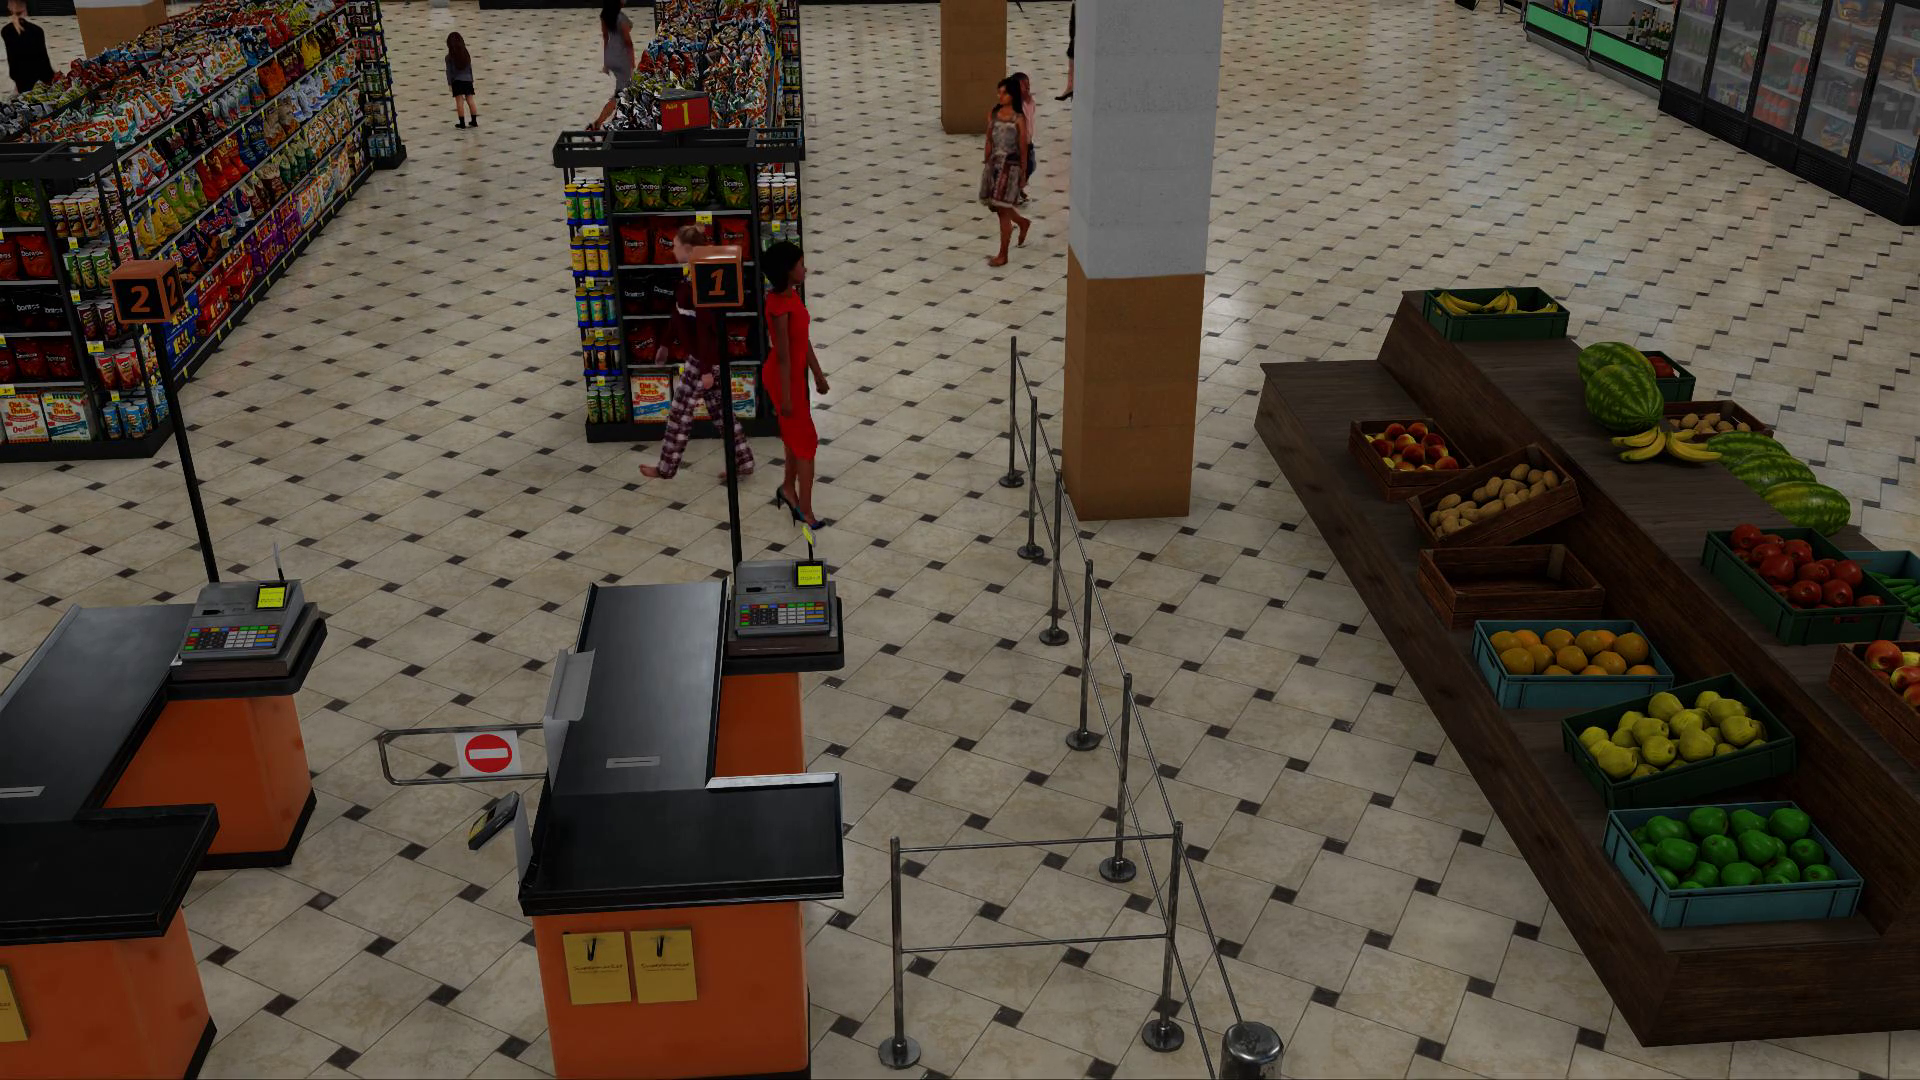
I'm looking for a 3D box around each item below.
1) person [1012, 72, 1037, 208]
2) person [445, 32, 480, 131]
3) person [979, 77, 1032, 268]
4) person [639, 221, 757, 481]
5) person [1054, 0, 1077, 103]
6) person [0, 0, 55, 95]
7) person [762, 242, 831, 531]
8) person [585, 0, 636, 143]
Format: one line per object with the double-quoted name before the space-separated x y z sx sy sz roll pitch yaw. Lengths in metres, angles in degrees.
"person" 0.556 -3.948 16.383 0.621 1.299 0.677 -21 33 -35
"person" -5.808 -5.351 19.365 0.534 1.105 0.576 -22 34 -36
"person" 0.453 -3.254 14.650 0.938 1.629 0.990 22 34 37
"person" -1.537 -1.158 10.468 0.702 1.673 0.901 -4 27 -8
"person" 1.616 -6.126 20.301 0.984 1.641 1.113 6 27 11
"person" -9.803 -4.819 17.601 0.718 1.751 0.848 -12 29 -22
"person" -1.066 -0.925 9.948 0.709 1.729 0.566 4 27 8
"person" -3.839 -5.201 18.360 1.074 1.746 1.113 21 33 35
